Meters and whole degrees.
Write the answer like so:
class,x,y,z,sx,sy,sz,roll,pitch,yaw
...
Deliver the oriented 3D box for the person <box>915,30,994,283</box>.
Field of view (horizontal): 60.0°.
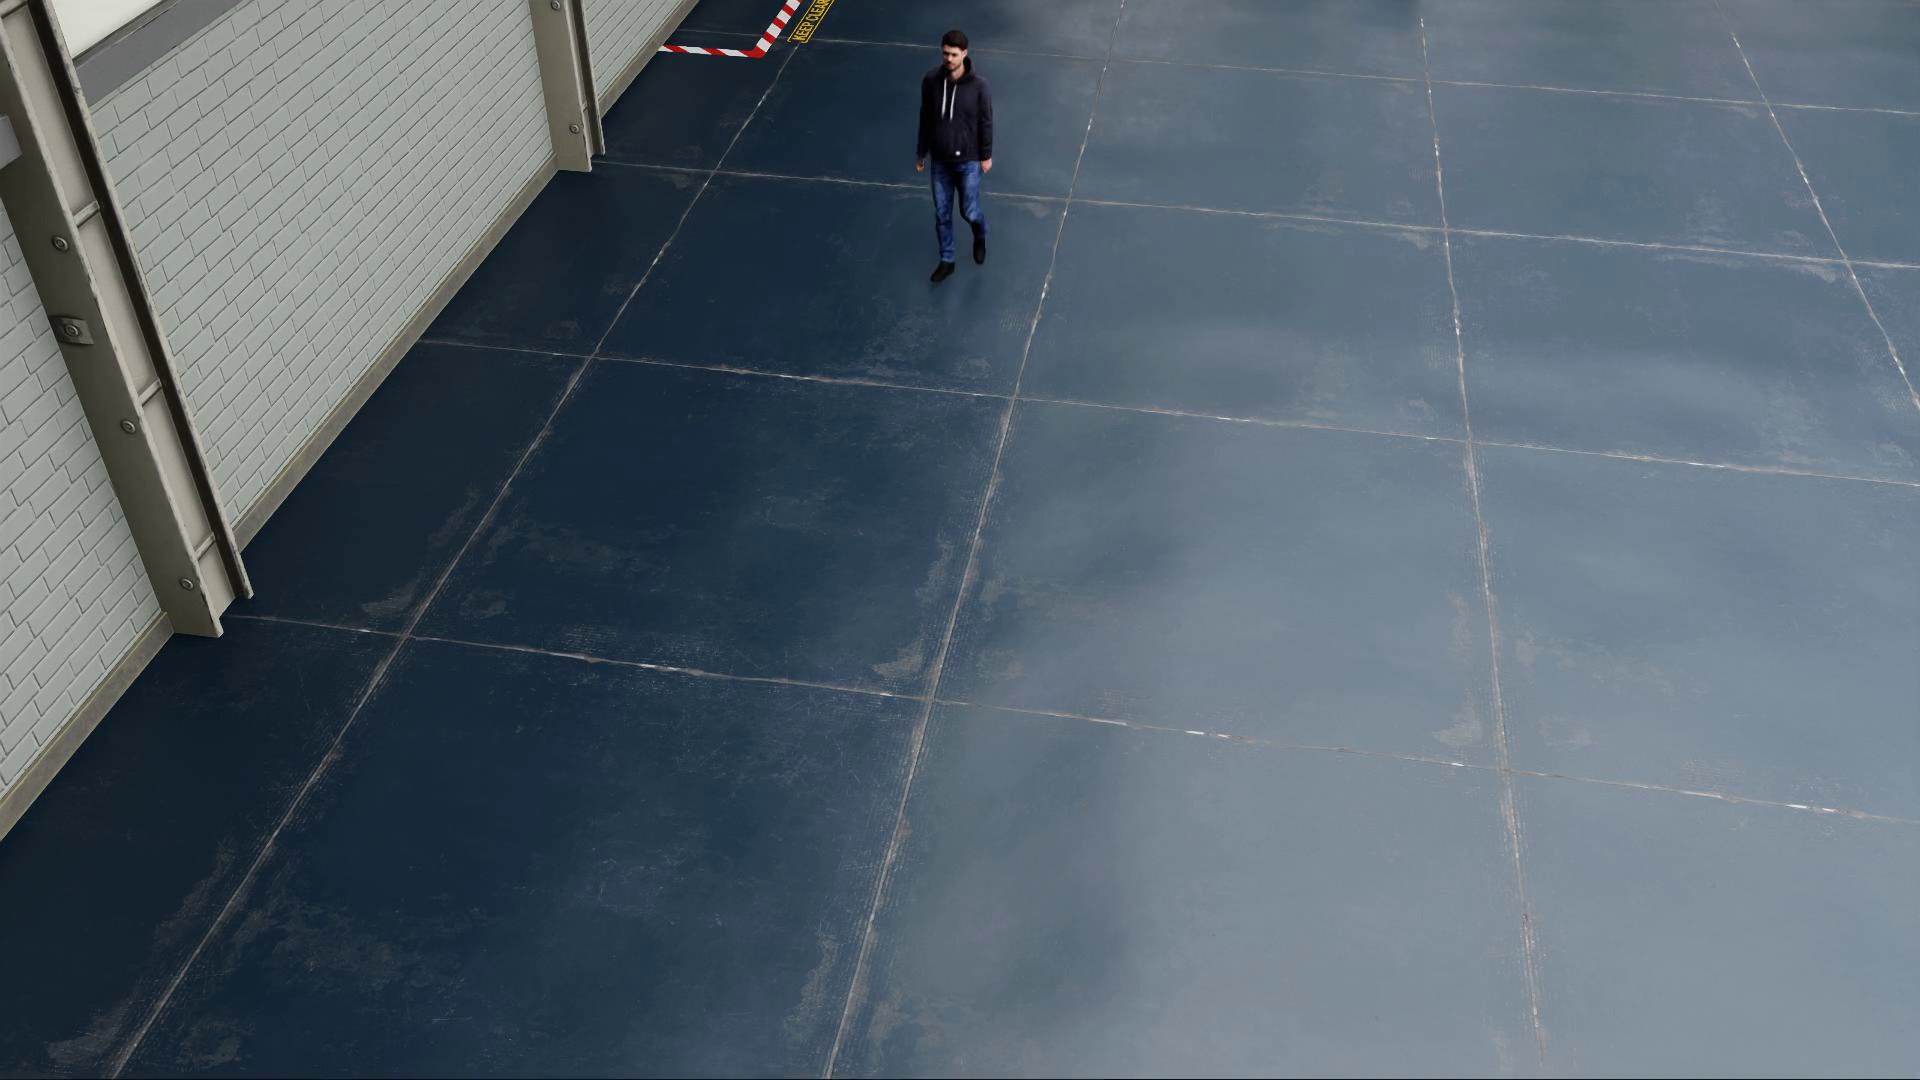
class,x,y,z,sx,sy,sz,roll,pitch,yaw
person,-0.006,-2.815,12.085,0.803,1.878,0.910,15,40,18
